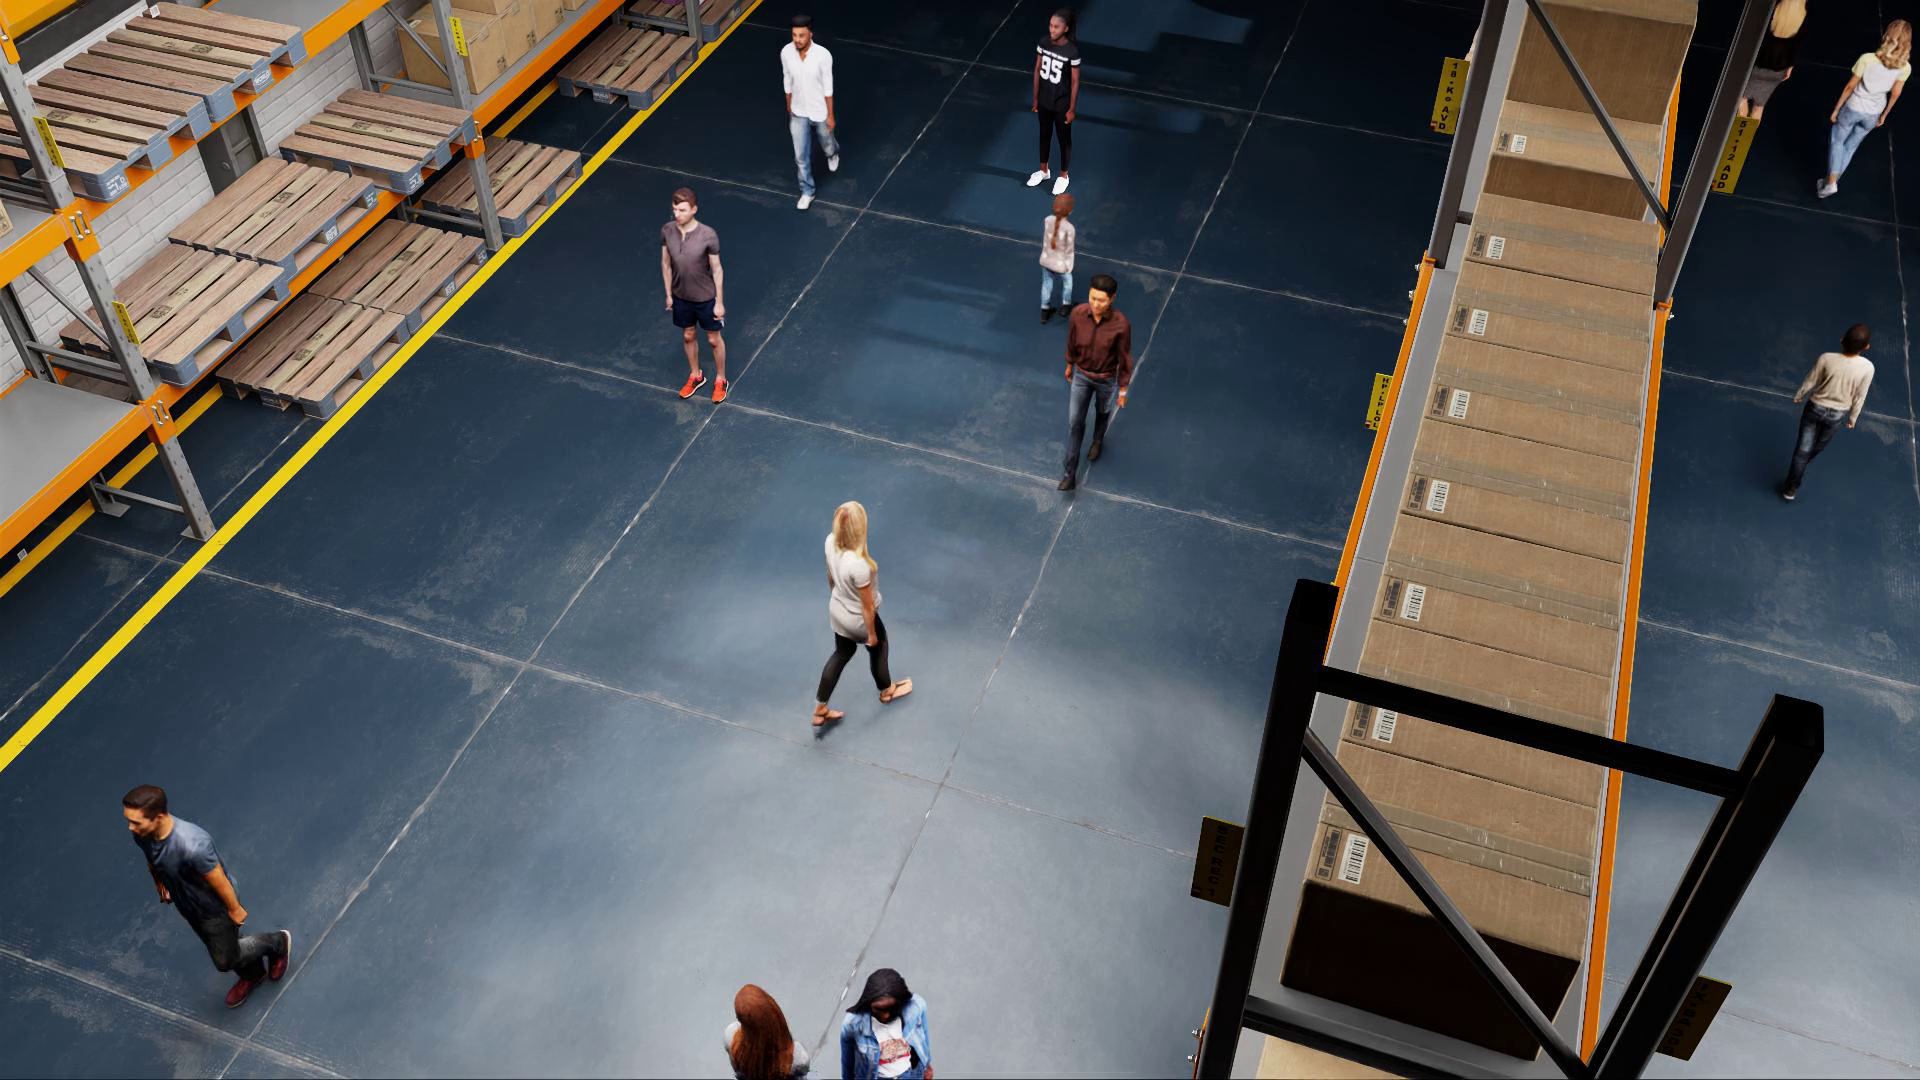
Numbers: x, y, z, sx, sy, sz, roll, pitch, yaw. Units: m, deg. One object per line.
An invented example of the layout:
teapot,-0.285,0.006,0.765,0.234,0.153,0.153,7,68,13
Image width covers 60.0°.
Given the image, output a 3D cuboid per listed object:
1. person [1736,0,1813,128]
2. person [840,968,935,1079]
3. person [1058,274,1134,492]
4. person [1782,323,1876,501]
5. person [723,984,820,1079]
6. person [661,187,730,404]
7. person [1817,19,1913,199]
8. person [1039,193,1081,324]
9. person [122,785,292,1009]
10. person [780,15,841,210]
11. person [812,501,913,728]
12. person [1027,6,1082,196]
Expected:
person,7.410,-4.244,15.279,0.692,1.831,0.778,7,44,8
person,-0.358,2.609,8.172,0.686,1.711,0.737,-16,46,-16
person,1.022,-1.242,12.191,0.690,1.743,1.042,13,45,13
person,6.259,-0.887,12.036,0.575,1.443,0.878,15,46,15
person,-0.863,2.761,8.040,0.747,1.672,0.542,23,48,23
person,-2.028,-1.890,12.791,0.656,1.853,0.563,10,45,11
person,8.077,-3.764,14.868,0.709,1.703,0.797,6,44,6
person,0.763,-2.295,13.703,0.564,1.181,0.652,24,49,23
person,-3.975,1.842,8.912,0.719,1.801,0.734,19,47,19
person,-1.305,-3.916,14.958,0.750,1.798,1.082,8,44,8
person,-0.720,0.506,10.312,1.101,1.804,0.920,-32,52,-29
person,0.869,-3.984,15.079,0.665,1.729,0.656,25,49,24
